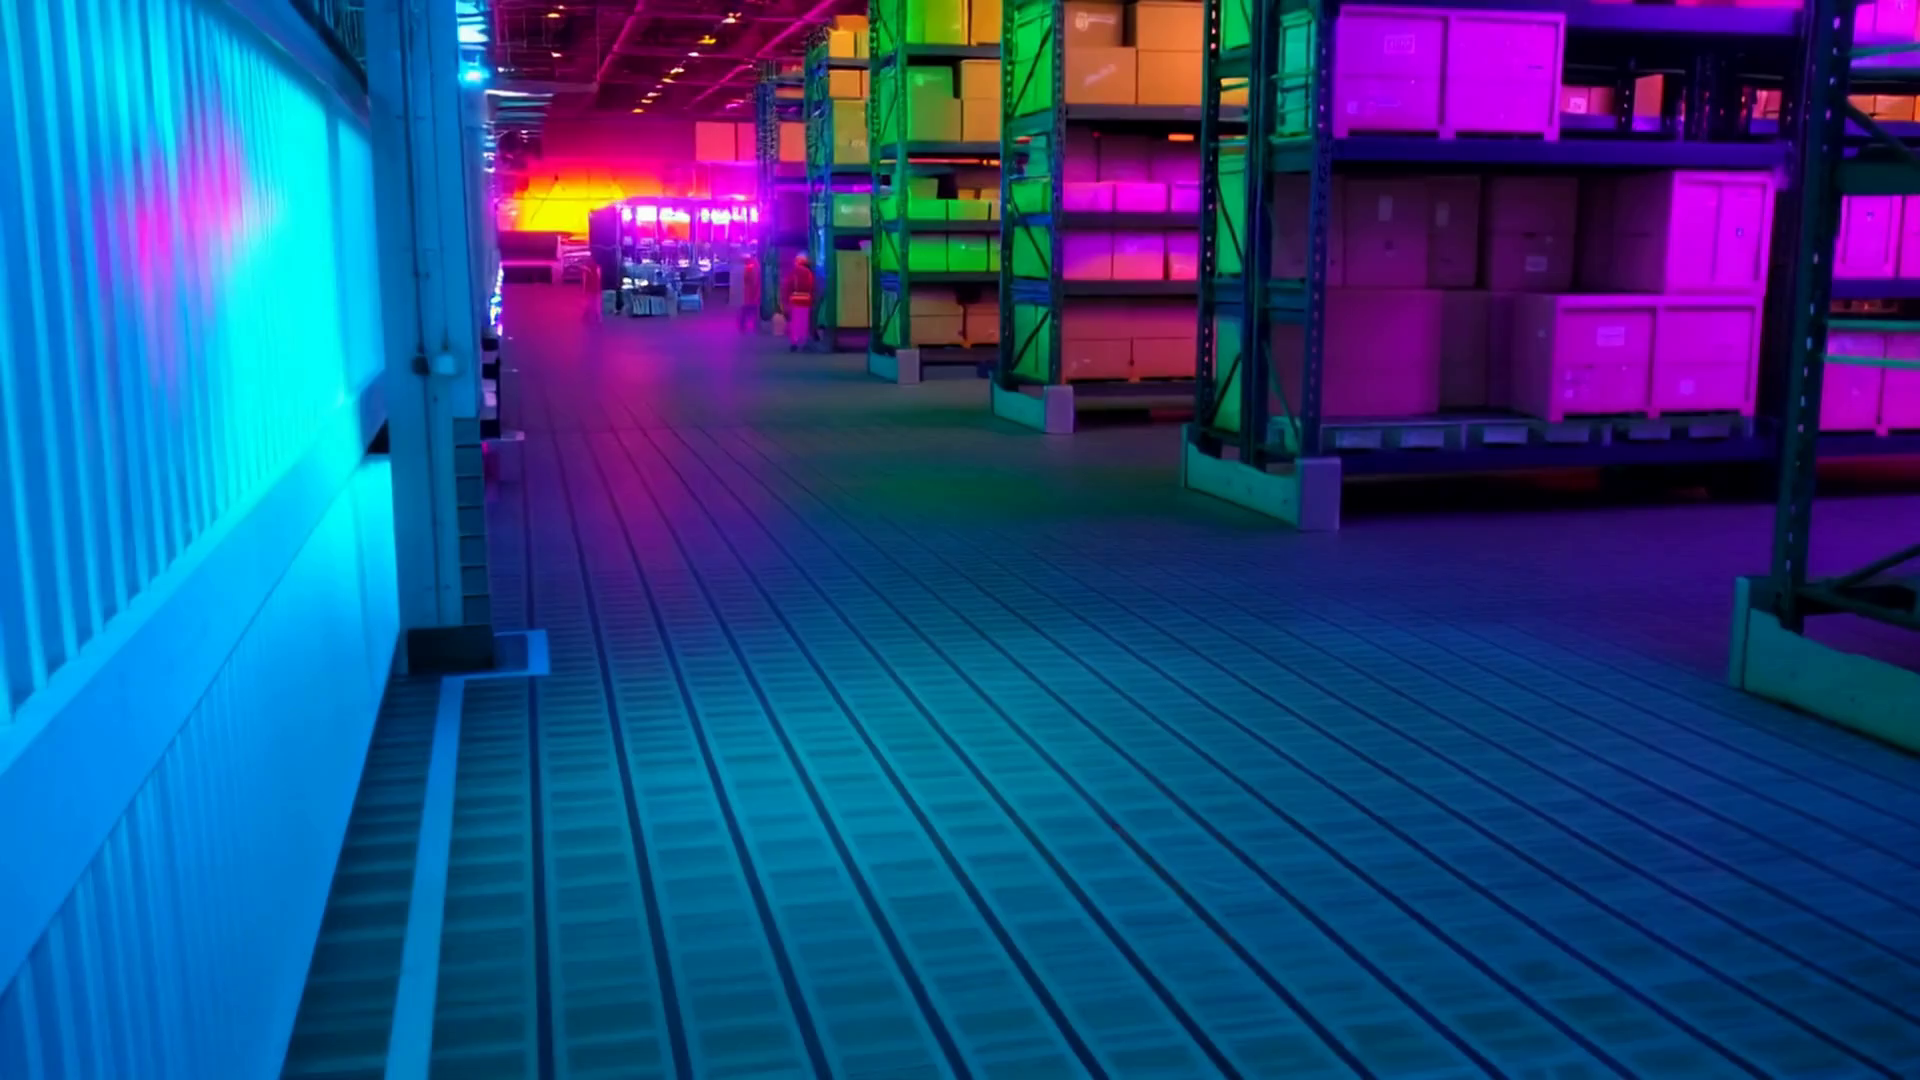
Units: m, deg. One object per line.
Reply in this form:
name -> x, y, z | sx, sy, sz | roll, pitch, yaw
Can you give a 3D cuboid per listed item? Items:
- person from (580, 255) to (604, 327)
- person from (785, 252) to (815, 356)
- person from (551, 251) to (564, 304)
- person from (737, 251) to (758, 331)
person -> -9.267, -6.250, 41.794 | 0.633, 1.820, 0.796 | -9, 13, -41
person -> -2.974, -4.356, 30.753 | 0.612, 1.916, 0.507 | -6, 12, -32
person -> -14.098, -9.190, 58.335 | 0.563, 1.847, 0.390 | 6, 12, 32
person -> -5.027, -5.958, 39.832 | 0.477, 1.917, 0.567 | -4, 11, -23
